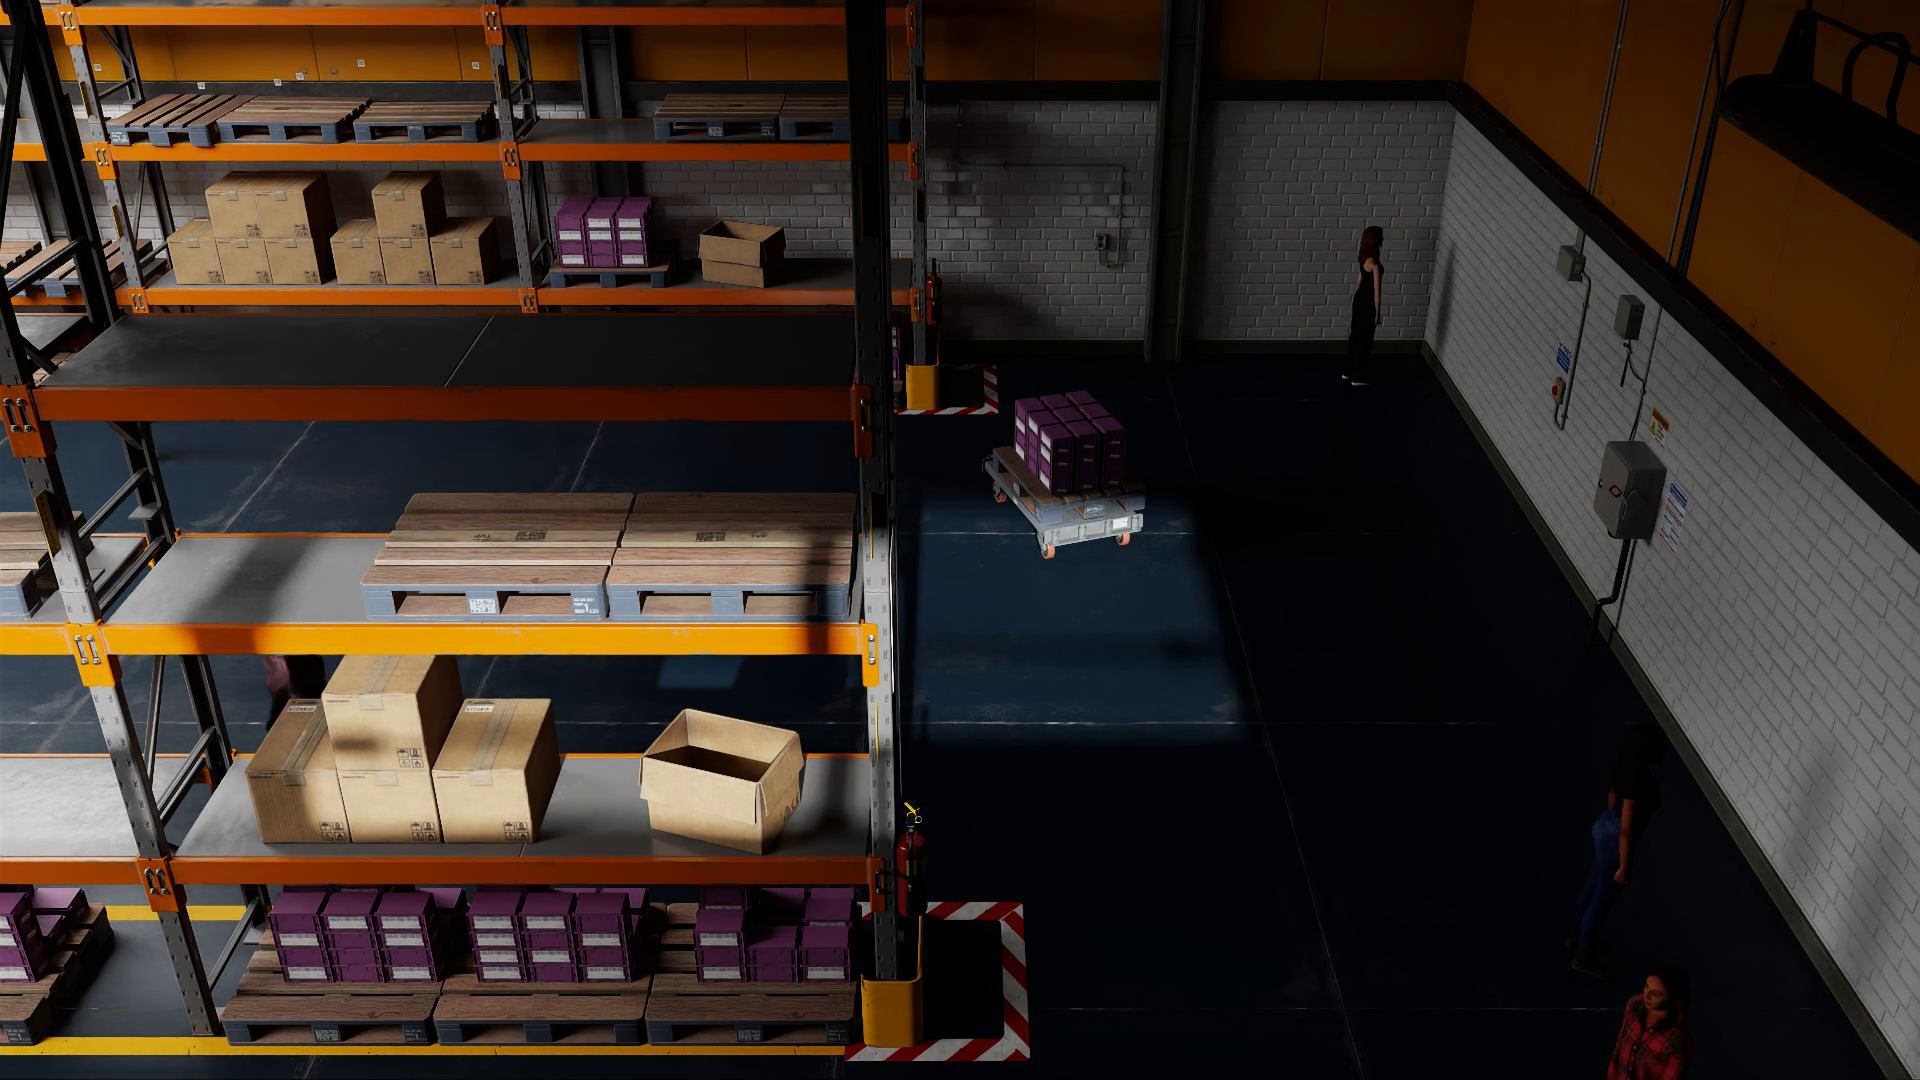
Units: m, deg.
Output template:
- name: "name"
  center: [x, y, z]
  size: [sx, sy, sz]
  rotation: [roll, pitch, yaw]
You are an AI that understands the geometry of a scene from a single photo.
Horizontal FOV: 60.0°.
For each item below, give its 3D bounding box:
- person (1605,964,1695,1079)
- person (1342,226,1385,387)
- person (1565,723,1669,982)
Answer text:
- name: "person"
  center: [3.435, 2.767, 8.193]
  size: [1.154, 1.670, 0.885]
  rotation: [-12, 31, -20]
- name: "person"
  center: [4.331, -2.517, 17.799]
  size: [0.611, 1.748, 0.632]
  rotation: [-8, 30, -14]
- name: "person"
  center: [3.883, 1.816, 9.867]
  size: [0.602, 1.737, 0.621]
  rotation: [7, 29, 12]
